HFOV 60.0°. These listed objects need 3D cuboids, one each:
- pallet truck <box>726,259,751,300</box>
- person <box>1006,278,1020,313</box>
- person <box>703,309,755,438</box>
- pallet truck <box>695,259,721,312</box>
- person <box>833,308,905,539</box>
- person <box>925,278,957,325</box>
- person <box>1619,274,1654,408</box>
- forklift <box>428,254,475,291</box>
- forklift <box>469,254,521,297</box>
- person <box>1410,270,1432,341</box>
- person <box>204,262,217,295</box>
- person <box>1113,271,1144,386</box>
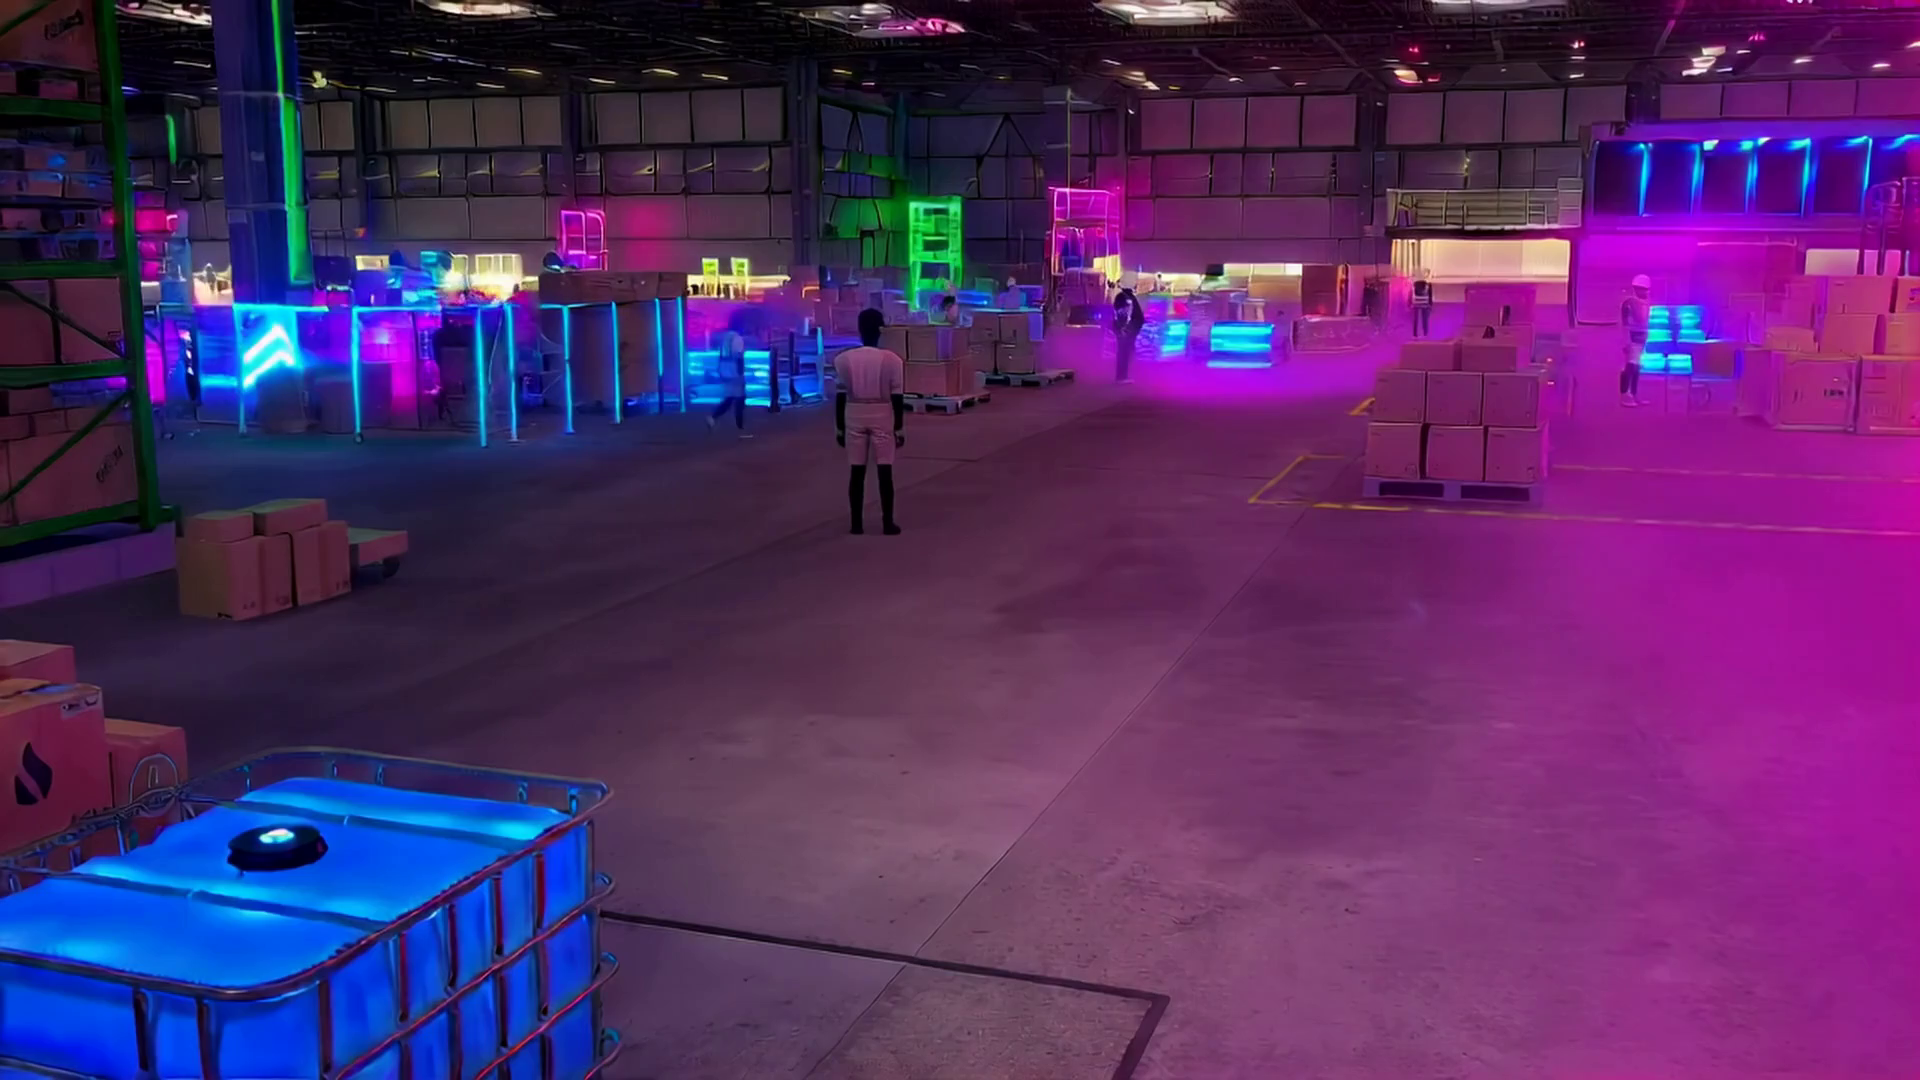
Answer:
[{"bbox_3d":[-7.986,-9.493,62.019,0.823,1.965,1.885,3,11,17],"label":"pallet truck"},{"bbox_3d":[1.216,-5.309,39.220,0.917,1.712,0.537,-7,12,-34],"label":"person"},{"bbox_3d":[-2.980,-2.132,21.440,0.607,1.679,0.543,-7,12,-33],"label":"person"},{"bbox_3d":[-9.165,-9.627,62.776,0.823,1.965,1.885,4,11,23],"label":"pallet truck"},{"bbox_3d":[-0.767,-0.981,14.167,0.608,1.966,0.371,2,10,9],"label":"person"},{"bbox_3d":[-0.330,-3.518,28.538,0.544,1.938,0.355,0,10,-1],"label":"person"},{"bbox_3d":[10.446,-3.061,25.656,0.611,2.048,0.364,-8,13,-38],"label":"person"},{"bbox_3d":[-20.133,-10.254,65.465,1.157,1.987,2.680,3,11,19],"label":"forklift"},{"bbox_3d":[-17.990,-10.121,64.684,1.157,1.987,2.680,3,11,17],"label":"forklift"},{"bbox_3d":[11.927,-6.029,42.886,0.606,1.859,0.774,7,12,35],"label":"person"},{"bbox_3d":[-29.381,-9.978,65.255,0.586,1.824,0.404,7,12,36],"label":"person"},{"bbox_3d":[3.012,-3.766,29.647,0.536,2.000,0.684,3,11,18],"label":"person"}]
